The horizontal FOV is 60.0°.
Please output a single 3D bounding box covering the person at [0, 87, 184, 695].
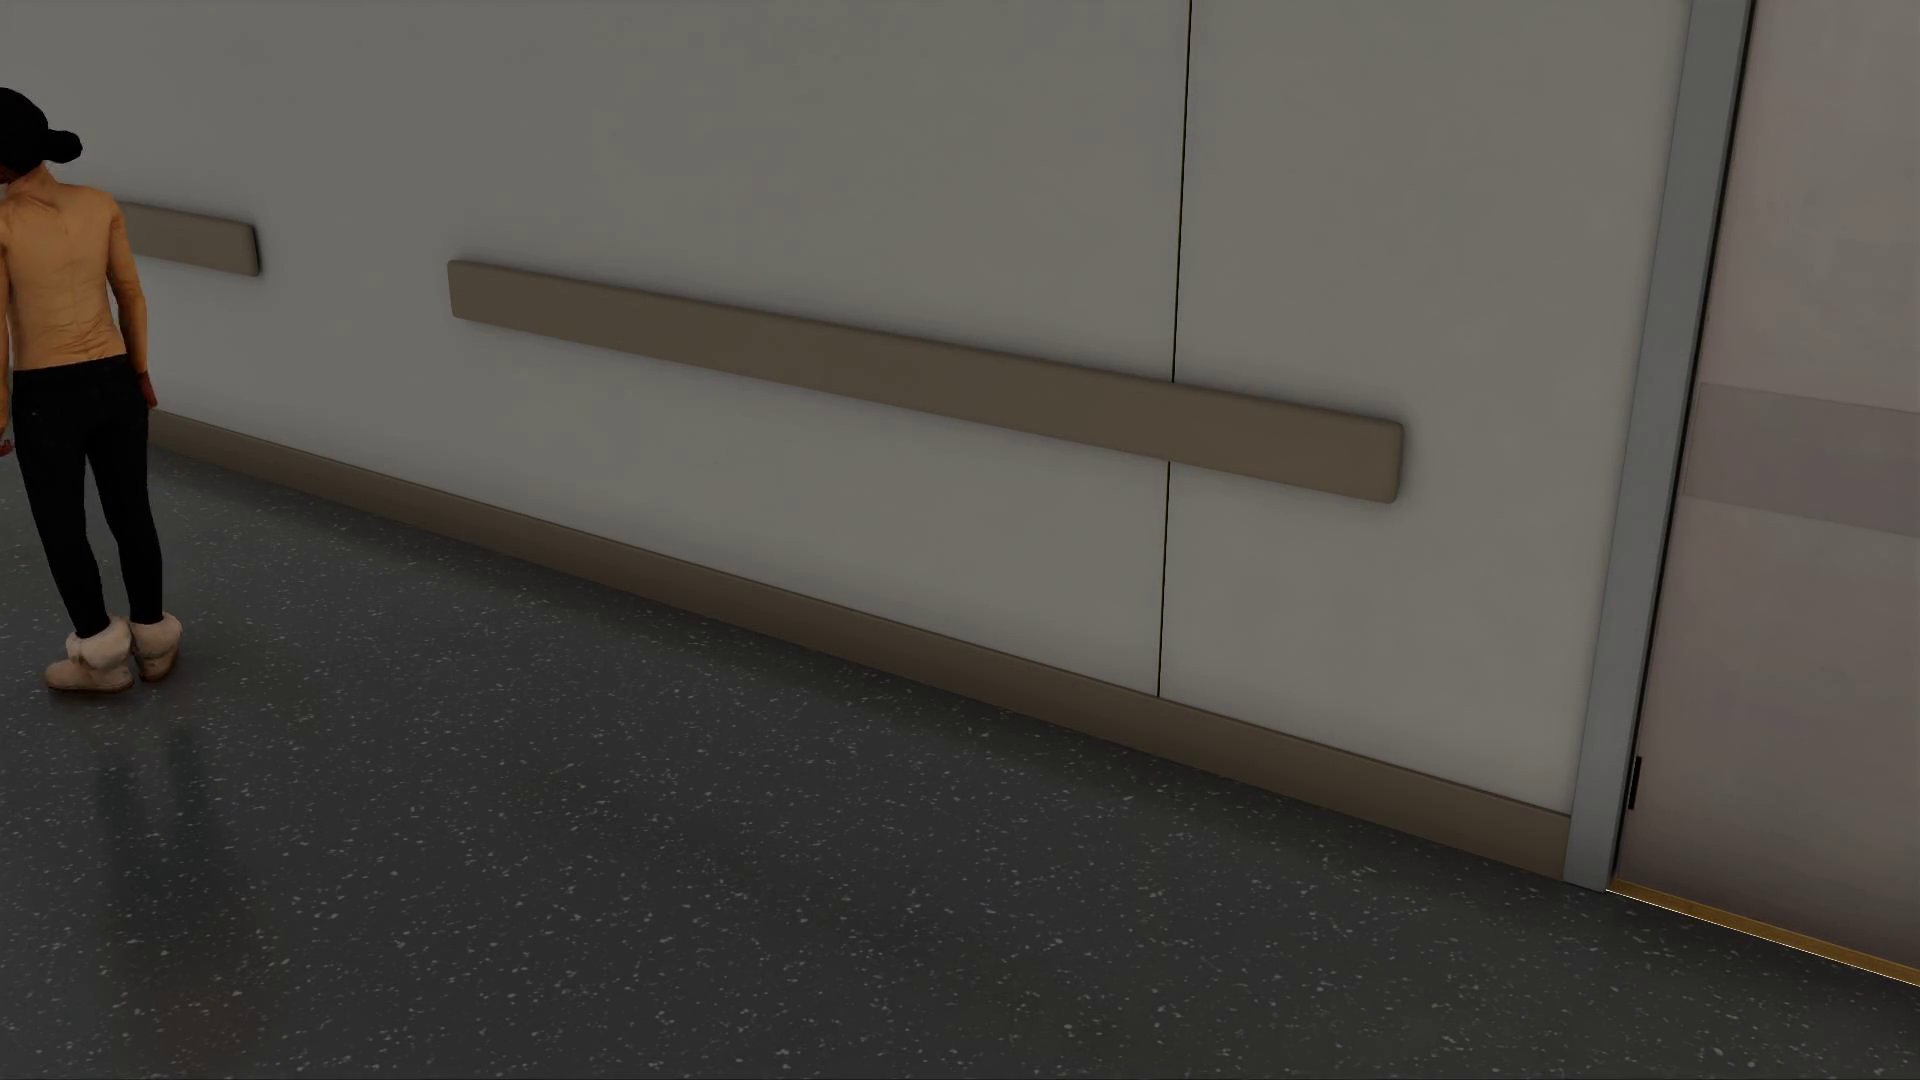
[{"bbox_3d":[-2.368,-0.386,4.476,0.488,1.642,0.699,-15,25,-34],"label":"person"}]
